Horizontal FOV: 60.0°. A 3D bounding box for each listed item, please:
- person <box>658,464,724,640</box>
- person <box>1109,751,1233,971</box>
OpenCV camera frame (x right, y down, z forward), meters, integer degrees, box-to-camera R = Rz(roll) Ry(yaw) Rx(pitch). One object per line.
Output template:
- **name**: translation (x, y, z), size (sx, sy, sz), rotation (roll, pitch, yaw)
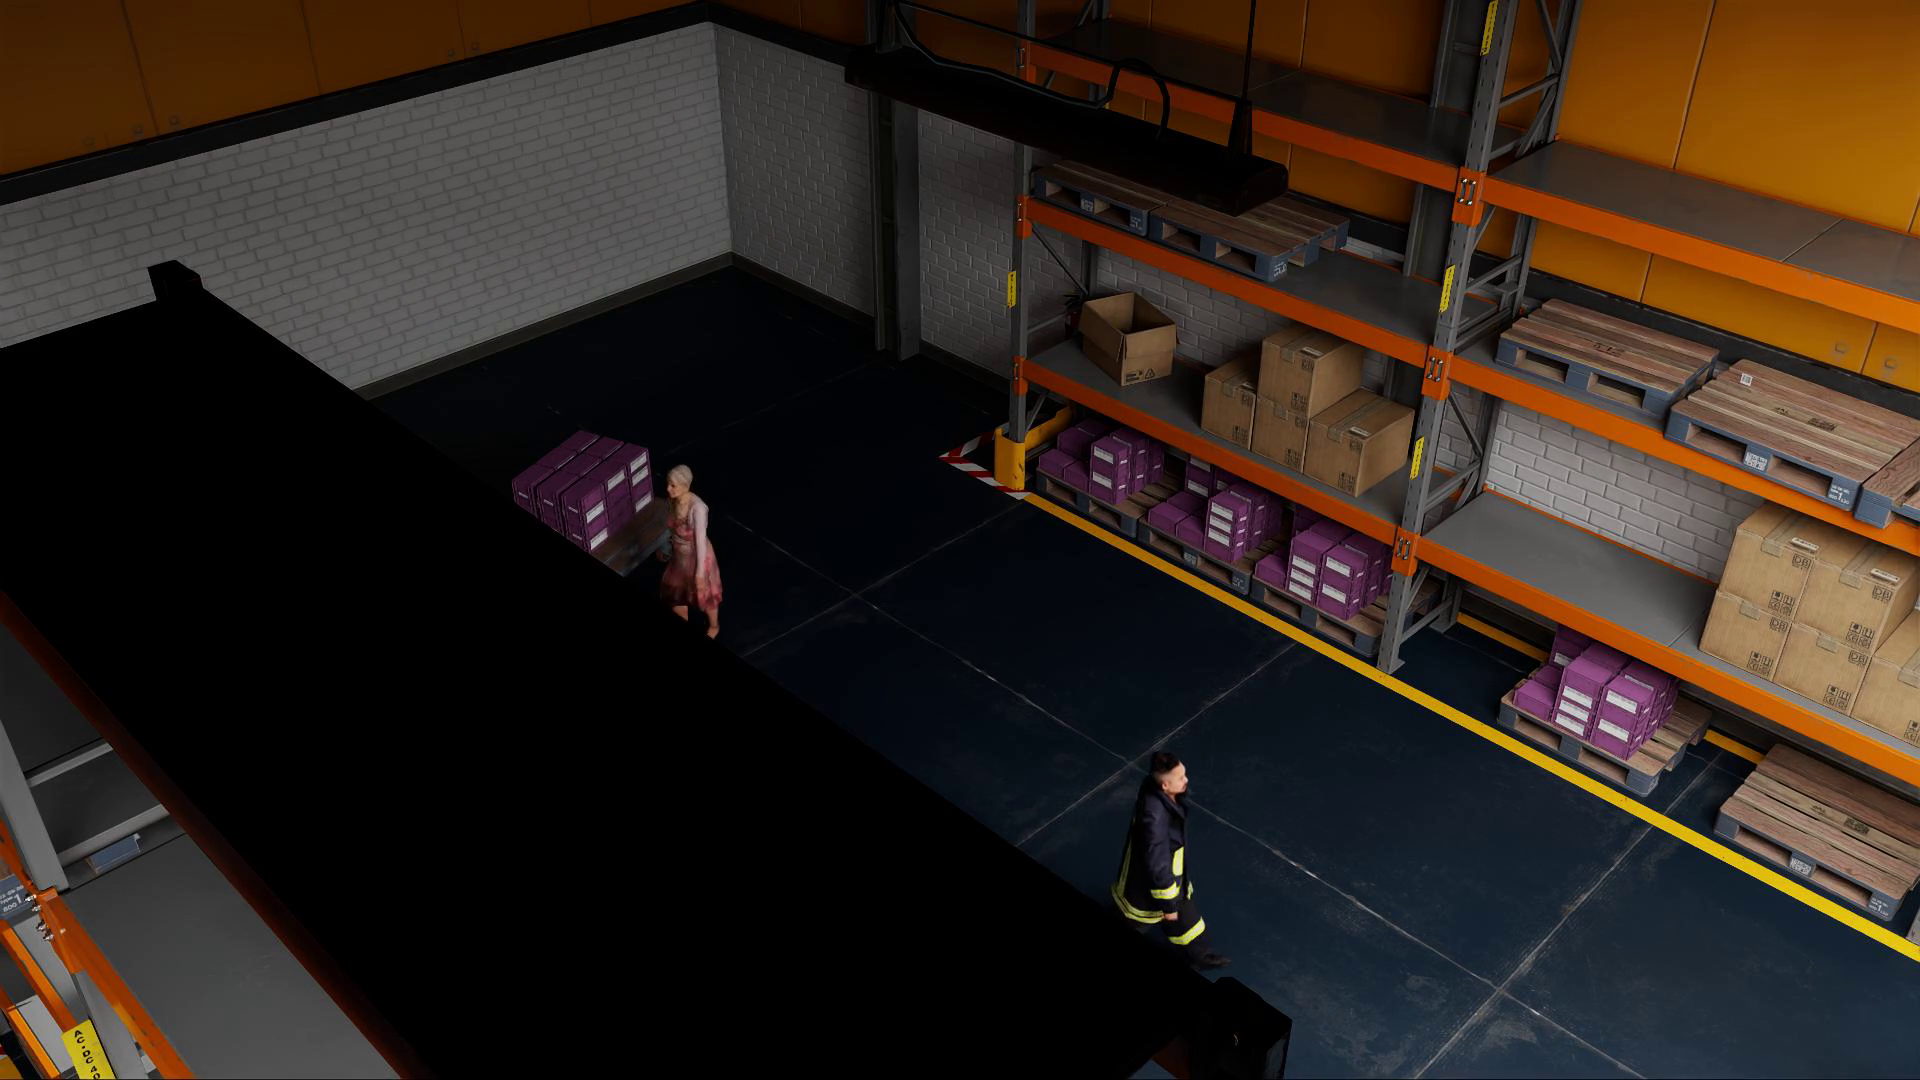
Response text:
- **person**: translation (-2.016, 0.107, 12.924), size (0.658, 1.676, 0.705), rotation (23, 40, 31)
- **person**: translation (1.080, 1.967, 9.990), size (1.269, 1.825, 1.098), rotation (10, 35, 14)
